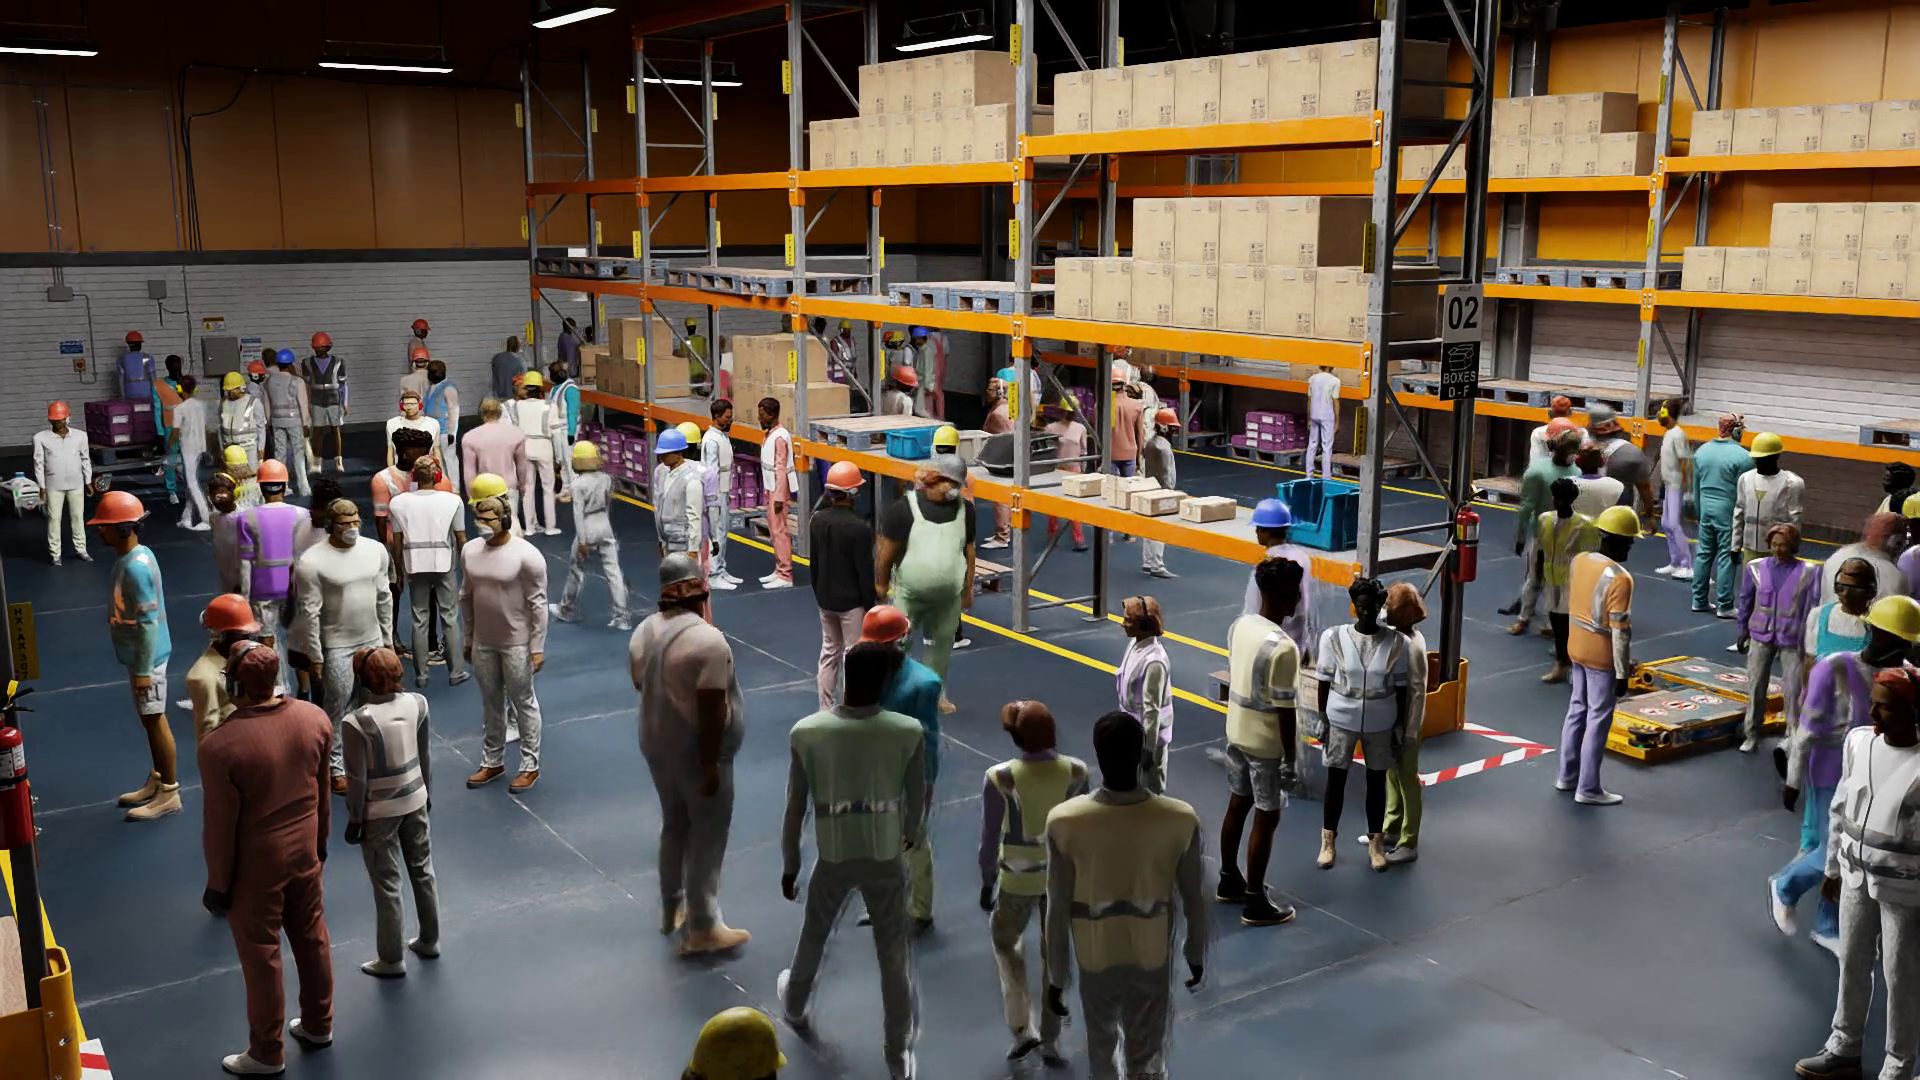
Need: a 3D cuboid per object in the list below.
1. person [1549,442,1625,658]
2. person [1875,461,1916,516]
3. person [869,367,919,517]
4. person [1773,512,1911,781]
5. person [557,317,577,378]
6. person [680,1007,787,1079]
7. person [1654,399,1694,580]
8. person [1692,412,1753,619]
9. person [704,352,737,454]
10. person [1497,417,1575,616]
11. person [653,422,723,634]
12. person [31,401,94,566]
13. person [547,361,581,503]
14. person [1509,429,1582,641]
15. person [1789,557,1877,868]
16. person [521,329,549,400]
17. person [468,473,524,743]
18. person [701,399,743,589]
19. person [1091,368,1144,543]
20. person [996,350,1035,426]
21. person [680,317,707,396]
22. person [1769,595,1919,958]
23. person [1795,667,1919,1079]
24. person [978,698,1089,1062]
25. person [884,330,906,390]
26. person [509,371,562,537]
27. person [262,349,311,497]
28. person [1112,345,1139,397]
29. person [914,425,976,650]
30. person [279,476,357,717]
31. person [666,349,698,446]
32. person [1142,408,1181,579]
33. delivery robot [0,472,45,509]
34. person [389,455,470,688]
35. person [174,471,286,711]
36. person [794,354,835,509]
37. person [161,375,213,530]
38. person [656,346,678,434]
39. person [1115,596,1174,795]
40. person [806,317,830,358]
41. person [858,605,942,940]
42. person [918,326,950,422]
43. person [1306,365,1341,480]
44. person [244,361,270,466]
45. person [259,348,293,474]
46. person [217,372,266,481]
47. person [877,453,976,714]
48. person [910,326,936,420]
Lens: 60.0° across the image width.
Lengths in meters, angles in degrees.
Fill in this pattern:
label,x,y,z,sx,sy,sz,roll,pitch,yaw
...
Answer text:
label,x,y,z,sx,sy,sz,roll,pitch,yaw
person,5.206,0.106,13.847,0.561,1.836,0.392,2,11,8
person,7.702,0.190,13.758,0.321,1.697,0.529,2,11,11
person,-0.835,-1.172,20.277,0.474,1.889,0.687,-9,14,-40
person,5.584,0.745,10.463,0.585,1.876,0.689,-2,11,-10
person,-6.839,-2.920,29.070,0.374,1.936,0.627,-5,12,-23
person,-0.582,2.024,4.292,0.489,1.731,0.321,7,13,34
person,7.337,-0.519,17.055,0.458,1.828,0.615,2,11,12
person,7.074,-0.231,15.379,0.410,1.909,0.643,-5,12,-23
person,-3.654,-2.009,25.052,0.364,1.688,0.544,6,13,28
person,5.496,-0.197,15.259,0.905,1.895,0.560,4,12,21
person,-2.360,-0.064,14.467,0.589,1.928,0.384,3,11,15
person,-9.536,-0.611,17.725,0.565,1.748,0.339,-10,15,-42
person,-5.149,-1.414,21.637,0.429,1.831,0.637,-8,13,-34
person,5.105,-0.043,14.473,0.675,1.899,0.659,-2,11,-11
person,4.938,0.993,9.295,0.341,1.840,0.504,-9,14,-38
person,-7.197,-2.670,28.042,0.588,1.830,0.963,6,12,26
person,-3.234,0.476,11.732,0.382,1.917,0.585,-4,12,-19
person,-2.401,-0.454,16.531,0.409,1.907,0.598,0,11,0
person,1.784,-0.955,18.878,0.608,1.988,0.392,-3,11,-13
person,0.785,-1.790,23.509,0.570,1.844,0.377,4,12,22
person,-4.714,-2.969,29.352,0.380,1.919,0.594,9,14,38
person,4.400,1.174,8.216,0.618,1.896,0.563,-2,11,-11
person,3.839,1.435,6.907,0.337,1.882,0.584,-4,12,-19
person,0.346,1.497,7.269,0.544,1.621,0.424,-3,11,-13
person,-1.043,-2.679,28.279,0.525,1.765,0.329,4,12,19
person,-4.909,-0.991,19.226,0.607,1.924,0.382,1,11,4
person,-8.876,-1.541,21.976,0.605,1.948,0.406,2,11,9
person,2.279,-1.865,23.797,0.584,1.882,0.337,-1,11,-5
person,-0.121,-0.024,14.297,0.587,1.919,0.402,6,13,30
person,-4.487,0.482,11.707,0.661,1.917,0.558,9,14,39
person,-4.488,-2.252,26.518,0.841,1.592,0.518,10,15,43
person,2.078,-0.485,17.078,0.345,1.746,0.573,-2,11,-9
delivery robot,-11.554,-0.595,20.468,0.477,0.478,0.707,-11,15,-44
person,-4.150,0.253,13.057,0.574,1.843,0.375,-2,11,-9
person,-5.448,0.394,12.412,0.497,1.818,0.935,4,12,19
person,-1.845,-1.409,21.065,0.698,2.000,0.951,-4,12,-22
person,-9.092,-1.016,19.582,0.622,1.837,0.585,2,11,11
person,-4.960,-2.648,27.945,0.502,1.836,0.342,1,11,3
person,1.025,1.108,9.240,0.313,1.631,0.513,-1,11,-6
person,-2.666,-3.121,30.245,0.641,1.873,0.456,-9,14,-38
person,-0.354,1.180,8.588,0.575,1.739,0.355,9,14,39
person,-0.537,-2.858,28.478,0.537,2.000,0.679,9,14,40
person,4.968,-1.632,22.744,0.503,1.837,0.350,11,15,44
person,-9.540,-1.567,22.639,0.369,1.740,0.576,-7,13,-30
person,-9.762,-1.840,23.841,0.568,1.823,0.412,-8,14,-37
person,-8.776,-1.150,20.302,0.594,1.819,0.403,1,11,6
person,-0.252,0.311,12.260,0.802,2.000,0.570,-3,11,-15
person,-0.597,-2.490,26.849,0.456,1.927,0.623,-3,11,-14
